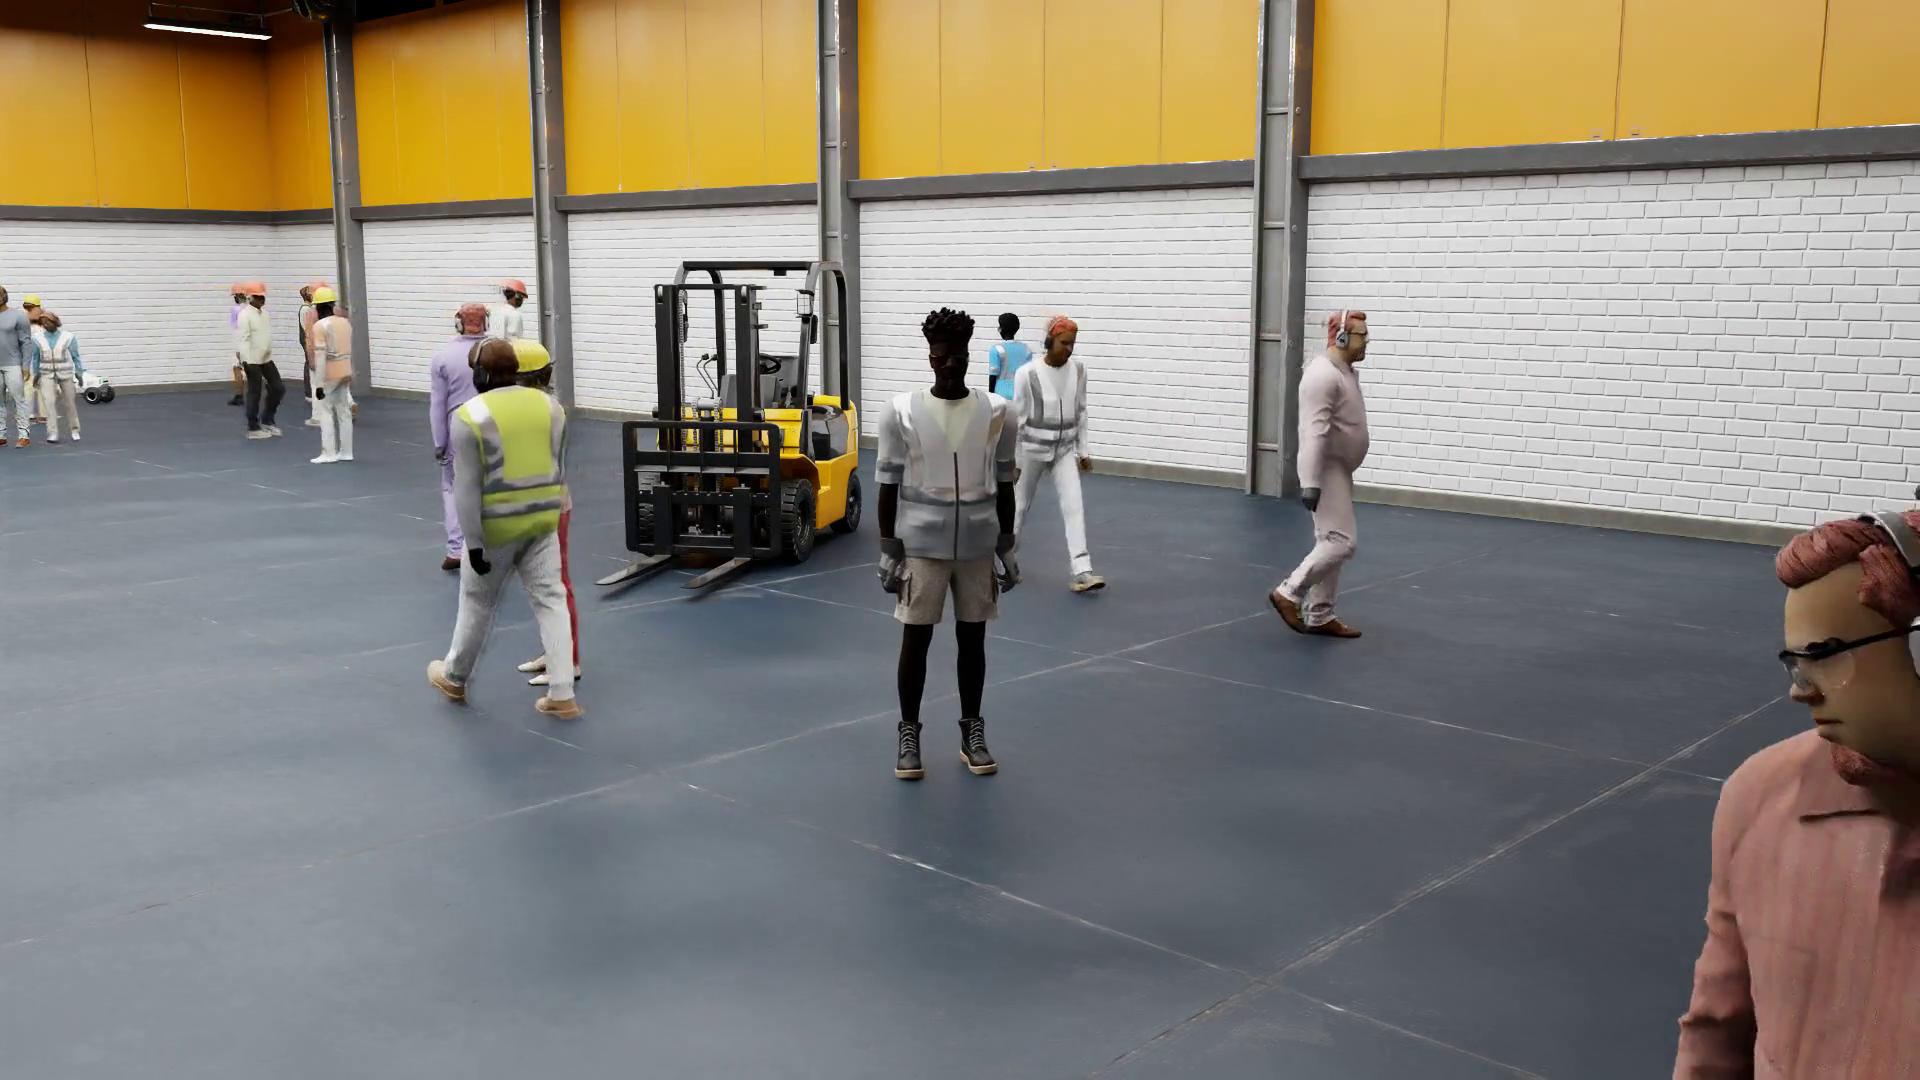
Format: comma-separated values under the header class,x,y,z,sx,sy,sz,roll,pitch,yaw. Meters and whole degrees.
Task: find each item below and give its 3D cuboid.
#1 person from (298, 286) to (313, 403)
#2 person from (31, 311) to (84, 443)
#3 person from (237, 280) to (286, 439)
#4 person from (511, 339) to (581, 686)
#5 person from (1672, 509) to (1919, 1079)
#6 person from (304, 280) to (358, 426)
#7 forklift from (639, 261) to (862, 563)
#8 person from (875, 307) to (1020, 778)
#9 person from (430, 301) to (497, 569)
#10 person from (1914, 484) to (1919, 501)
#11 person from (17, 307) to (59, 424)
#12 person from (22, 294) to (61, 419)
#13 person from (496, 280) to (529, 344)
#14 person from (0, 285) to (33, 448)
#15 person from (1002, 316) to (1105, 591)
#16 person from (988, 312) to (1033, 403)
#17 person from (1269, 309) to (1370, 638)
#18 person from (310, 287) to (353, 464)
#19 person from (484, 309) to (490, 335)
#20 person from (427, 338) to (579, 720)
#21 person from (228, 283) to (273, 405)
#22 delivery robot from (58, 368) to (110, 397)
class,x,y,z,sx,sy,sz,roll,pitch,yaw
person,-10.318,-3.106,26.456,0.345,1.847,0.506,-5,10,-27
person,-11.025,-1.982,20.297,0.582,1.591,0.791,-3,10,-18
person,-8.711,-2.242,20.751,0.527,1.971,0.646,2,9,11
person,-2.157,-0.140,8.516,0.328,1.765,0.532,-4,10,-22
person,1.139,0.895,1.875,0.426,1.862,0.744,-6,11,-31
person,-8.498,-2.505,22.375,0.792,1.973,0.635,6,11,30
forklift,-1.552,-1.040,12.721,1.214,2.155,2.313,2,9,11
person,-0.047,0.017,6.935,0.610,1.964,0.365,-2,9,-12
person,-3.374,-0.717,11.655,0.658,1.904,0.437,-4,10,-23
person,5.912,-0.371,9.640,0.656,1.854,0.987,-5,10,-26
person,-12.726,-2.388,22.822,0.519,1.598,0.588,9,13,44
person,-13.014,-2.576,23.446,0.525,1.769,0.308,-2,9,-10
person,-5.553,-2.256,20.834,1.009,1.971,0.608,-7,12,-38
person,-11.302,-2.046,19.668,0.634,1.939,0.365,-1,9,-3
person,0.614,-0.558,10.963,0.589,1.803,1.044,-5,11,-28
person,0.492,-1.402,16.478,0.537,1.693,0.319,-7,12,-37
person,2.105,-0.360,9.460,0.449,1.891,0.680,4,10,24
person,-6.858,-1.791,18.161,0.394,1.922,0.621,3,10,17
person,-6.199,-2.207,21.671,0.785,1.597,0.517,-7,11,-36
person,-2.185,-0.061,7.952,0.960,1.792,0.646,9,13,43
person,-11.000,-3.021,25.738,0.779,1.913,0.557,4,10,23
delivery robot,-13.798,-2.465,26.180,0.707,0.478,0.477,0,9,-1
